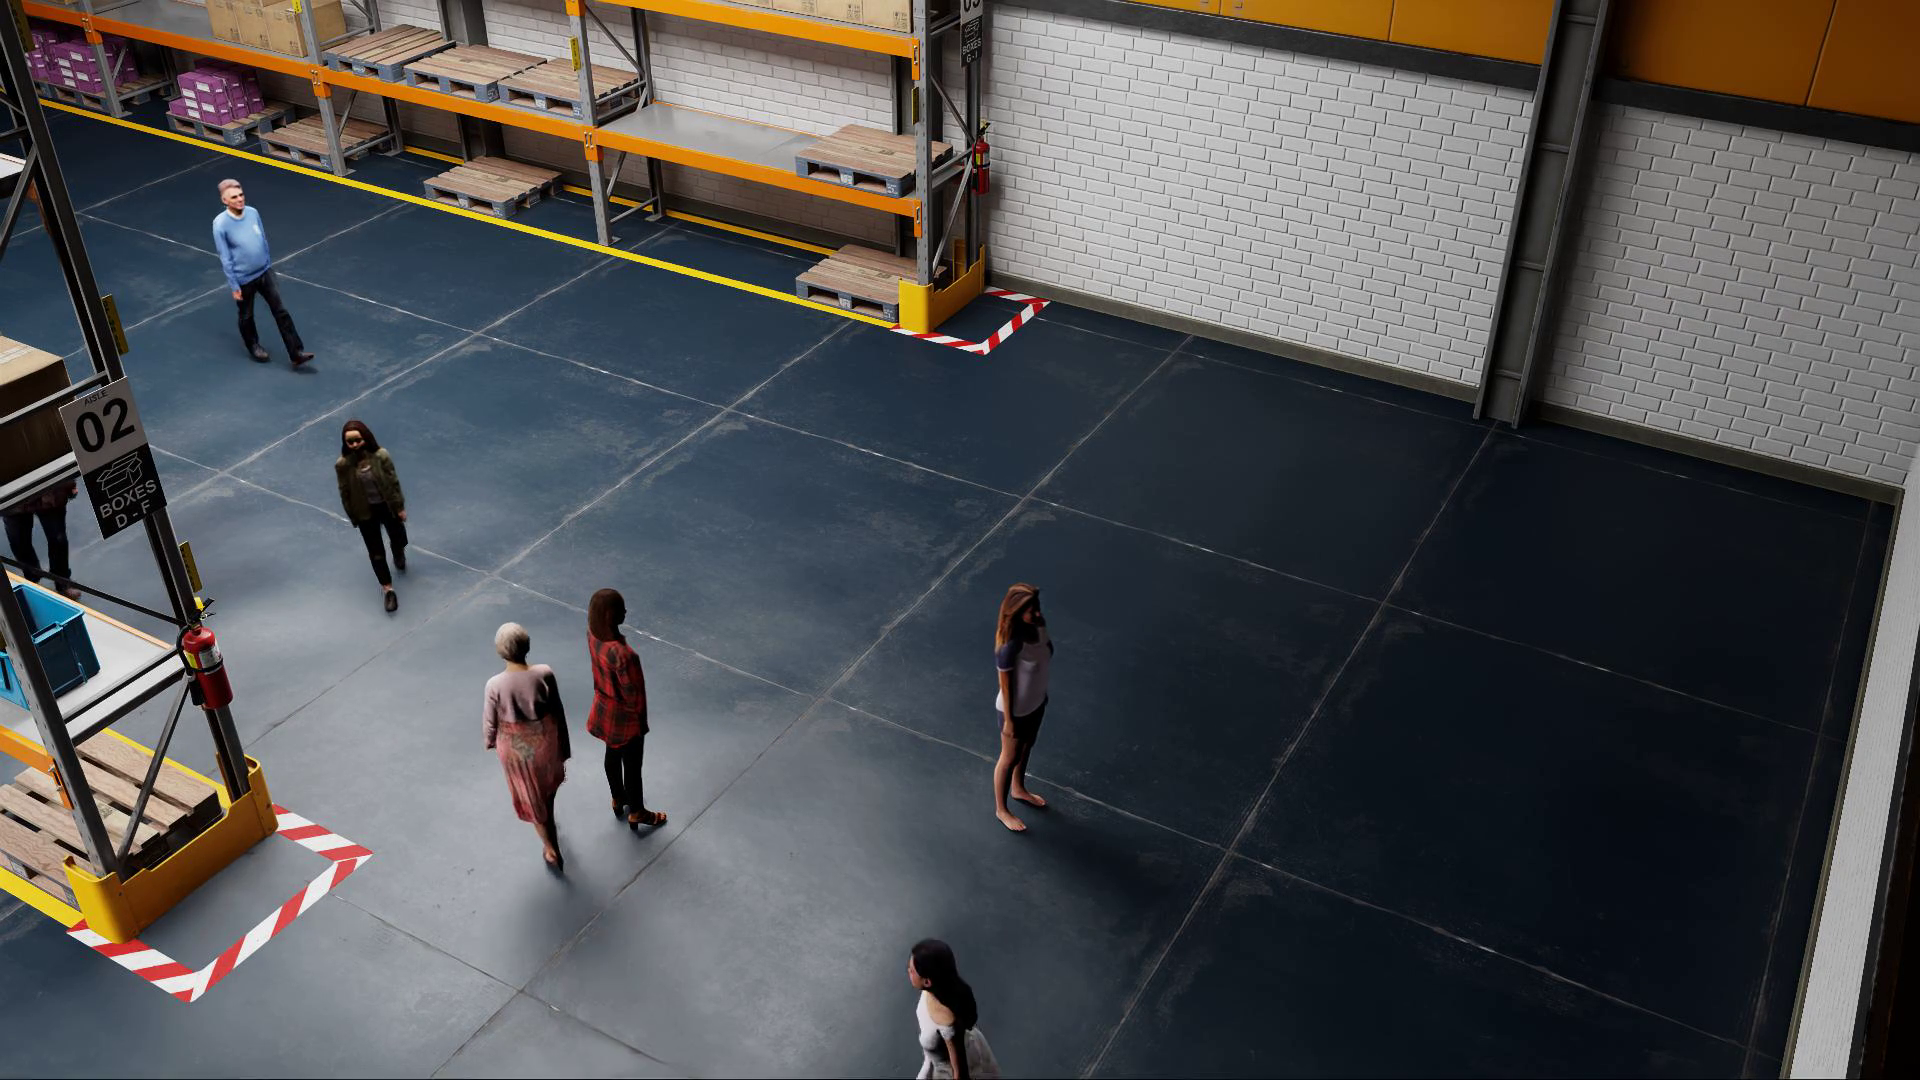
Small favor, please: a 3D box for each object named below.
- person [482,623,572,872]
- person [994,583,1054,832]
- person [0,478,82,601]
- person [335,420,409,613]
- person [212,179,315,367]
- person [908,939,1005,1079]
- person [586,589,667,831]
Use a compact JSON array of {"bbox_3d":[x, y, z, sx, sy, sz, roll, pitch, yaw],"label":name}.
[{"bbox_3d":[-2.474,1.252,9.665,0.851,1.669,1.000,-18,38,-25],"label":"person"},{"bbox_3d":[0.359,0.975,10.025,0.543,1.733,0.592,20,38,27],"label":"person"},{"bbox_3d":[-6.700,-0.356,11.944,0.925,1.825,0.916,-12,35,-17],"label":"person"},{"bbox_3d":[-4.234,-0.238,12.095,0.890,1.461,0.988,-11,35,-16],"label":"person"},{"bbox_3d":[-6.499,-2.424,15.108,1.143,1.767,0.763,22,39,29],"label":"person"},{"bbox_3d":[0.066,2.513,7.723,1.299,1.720,1.100,-6,34,-8],"label":"person"},{"bbox_3d":[-2.046,1.018,9.990,0.742,1.701,0.607,-25,41,-32],"label":"person"}]
